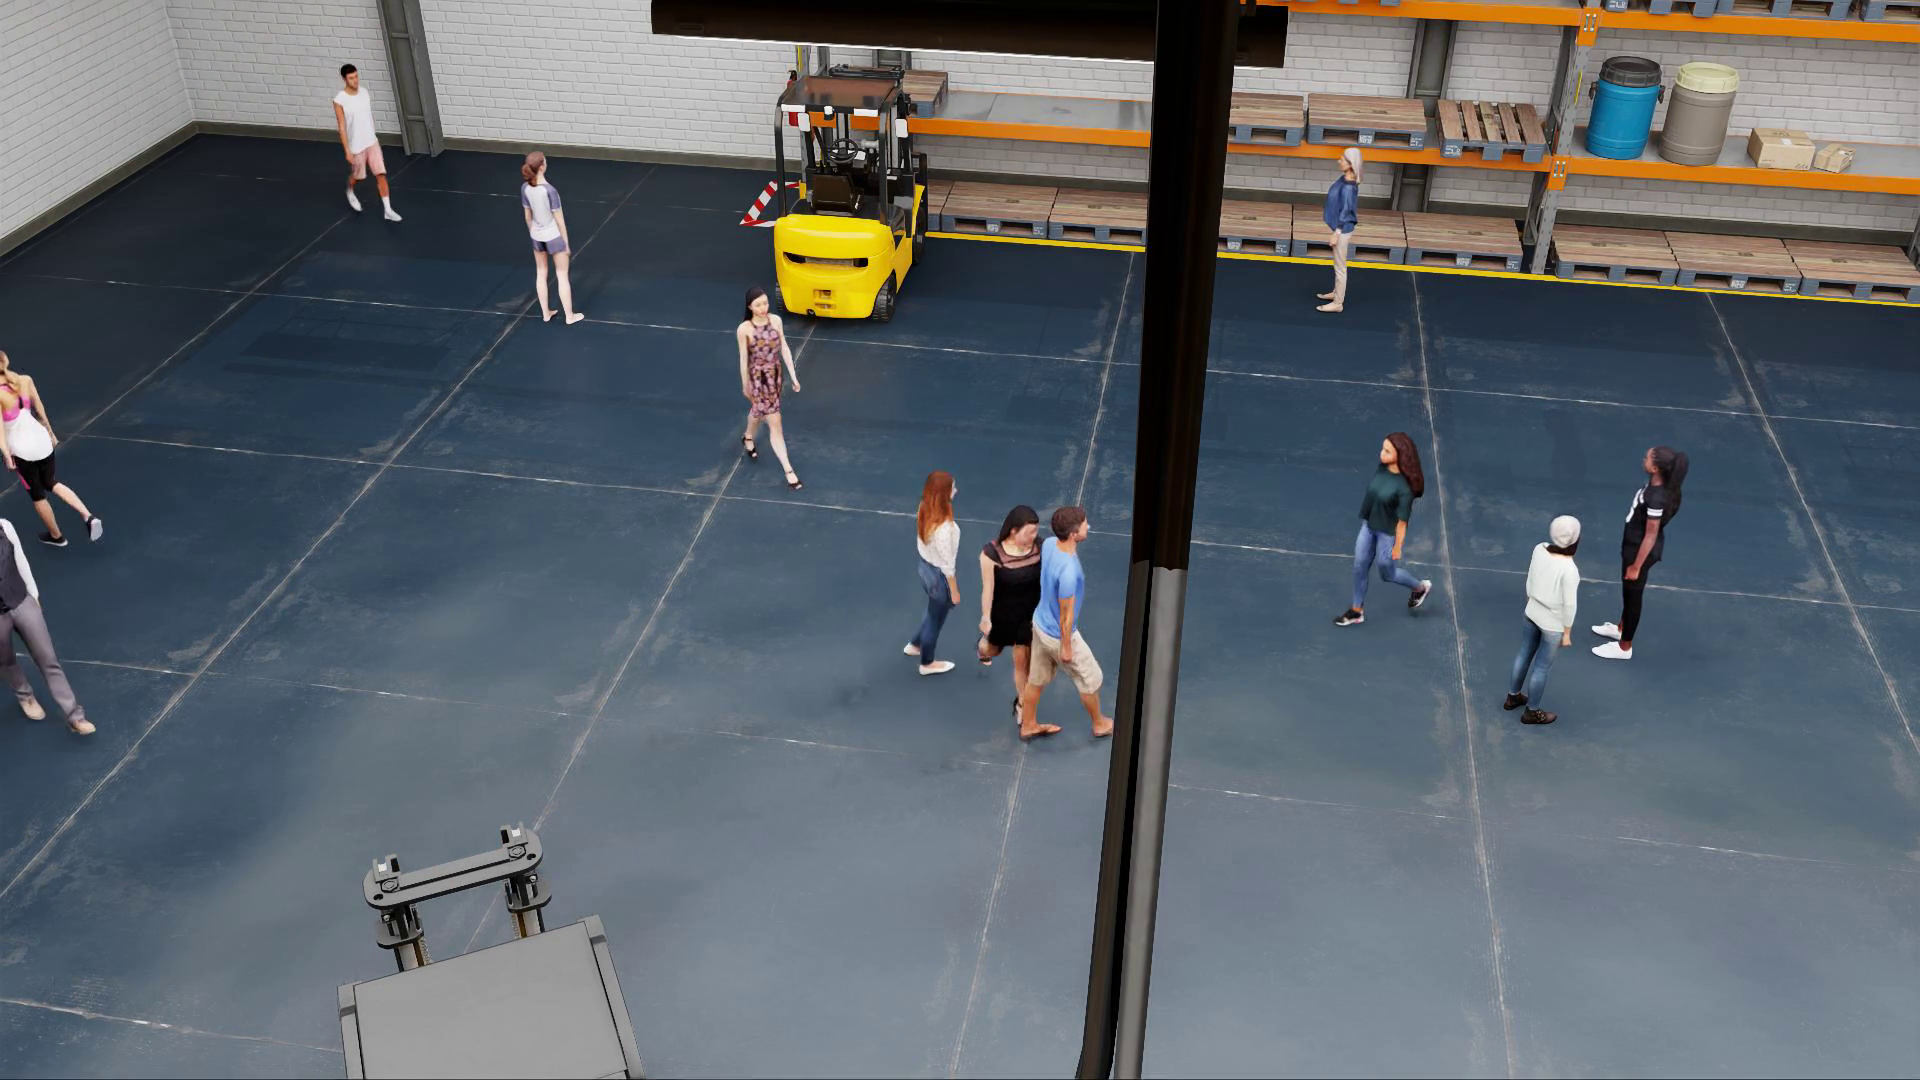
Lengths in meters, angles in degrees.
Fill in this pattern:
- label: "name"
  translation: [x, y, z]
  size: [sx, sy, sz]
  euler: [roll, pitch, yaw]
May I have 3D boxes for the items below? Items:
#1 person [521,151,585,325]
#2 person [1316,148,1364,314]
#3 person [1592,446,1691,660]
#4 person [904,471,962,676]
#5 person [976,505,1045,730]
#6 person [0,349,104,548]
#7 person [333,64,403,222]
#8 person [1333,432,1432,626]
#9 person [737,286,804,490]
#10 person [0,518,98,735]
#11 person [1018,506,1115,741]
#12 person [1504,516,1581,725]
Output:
- label: "person"
  translation: [-4.059, -2.972, 16.366]
  size: [0.544, 1.768, 0.672]
  euler: [11, 35, 16]
- label: "person"
  translation: [3.827, -3.113, 16.641]
  size: [0.553, 1.698, 0.603]
  euler: [6, 34, 10]
- label: "person"
  translation: [4.839, 0.077, 11.812]
  size: [0.628, 1.731, 0.651]
  euler: [12, 36, 18]
- label: "person"
  translation: [-0.239, 0.268, 11.538]
  size: [0.744, 1.717, 0.688]
  euler: [-9, 35, -13]
- label: "person"
  translation: [0.304, 0.465, 11.280]
  size: [1.095, 1.675, 1.044]
  euler: [-11, 35, -16]
- label: "person"
  translation: [-7.142, -0.679, 12.908]
  size: [0.948, 1.778, 0.712]
  euler: [11, 35, 16]
- label: "person"
  translation: [-6.744, -4.449, 18.600]
  size: [1.245, 1.756, 1.006]
  euler: [24, 41, 32]
- label: "person"
  translation: [3.169, -0.069, 12.153]
  size: [1.067, 1.597, 0.869]
  euler: [-10, 35, -14]
- label: "person"
  translation: [-1.671, -1.325, 13.932]
  size: [1.073, 1.721, 1.199]
  euler: [-25, 41, -32]
- label: "person"
  translation: [-6.442, 0.434, 11.119]
  size: [1.210, 1.905, 1.065]
  euler: [29, 43, 36]
- label: "person"
  translation: [0.563, 0.599, 10.928]
  size: [1.116, 1.841, 0.931]
  euler: [-10, 35, -15]
- label: "person"
  translation: [3.963, 0.522, 11.225]
  size: [0.674, 1.640, 0.651]
  euler: [-13, 36, -19]
